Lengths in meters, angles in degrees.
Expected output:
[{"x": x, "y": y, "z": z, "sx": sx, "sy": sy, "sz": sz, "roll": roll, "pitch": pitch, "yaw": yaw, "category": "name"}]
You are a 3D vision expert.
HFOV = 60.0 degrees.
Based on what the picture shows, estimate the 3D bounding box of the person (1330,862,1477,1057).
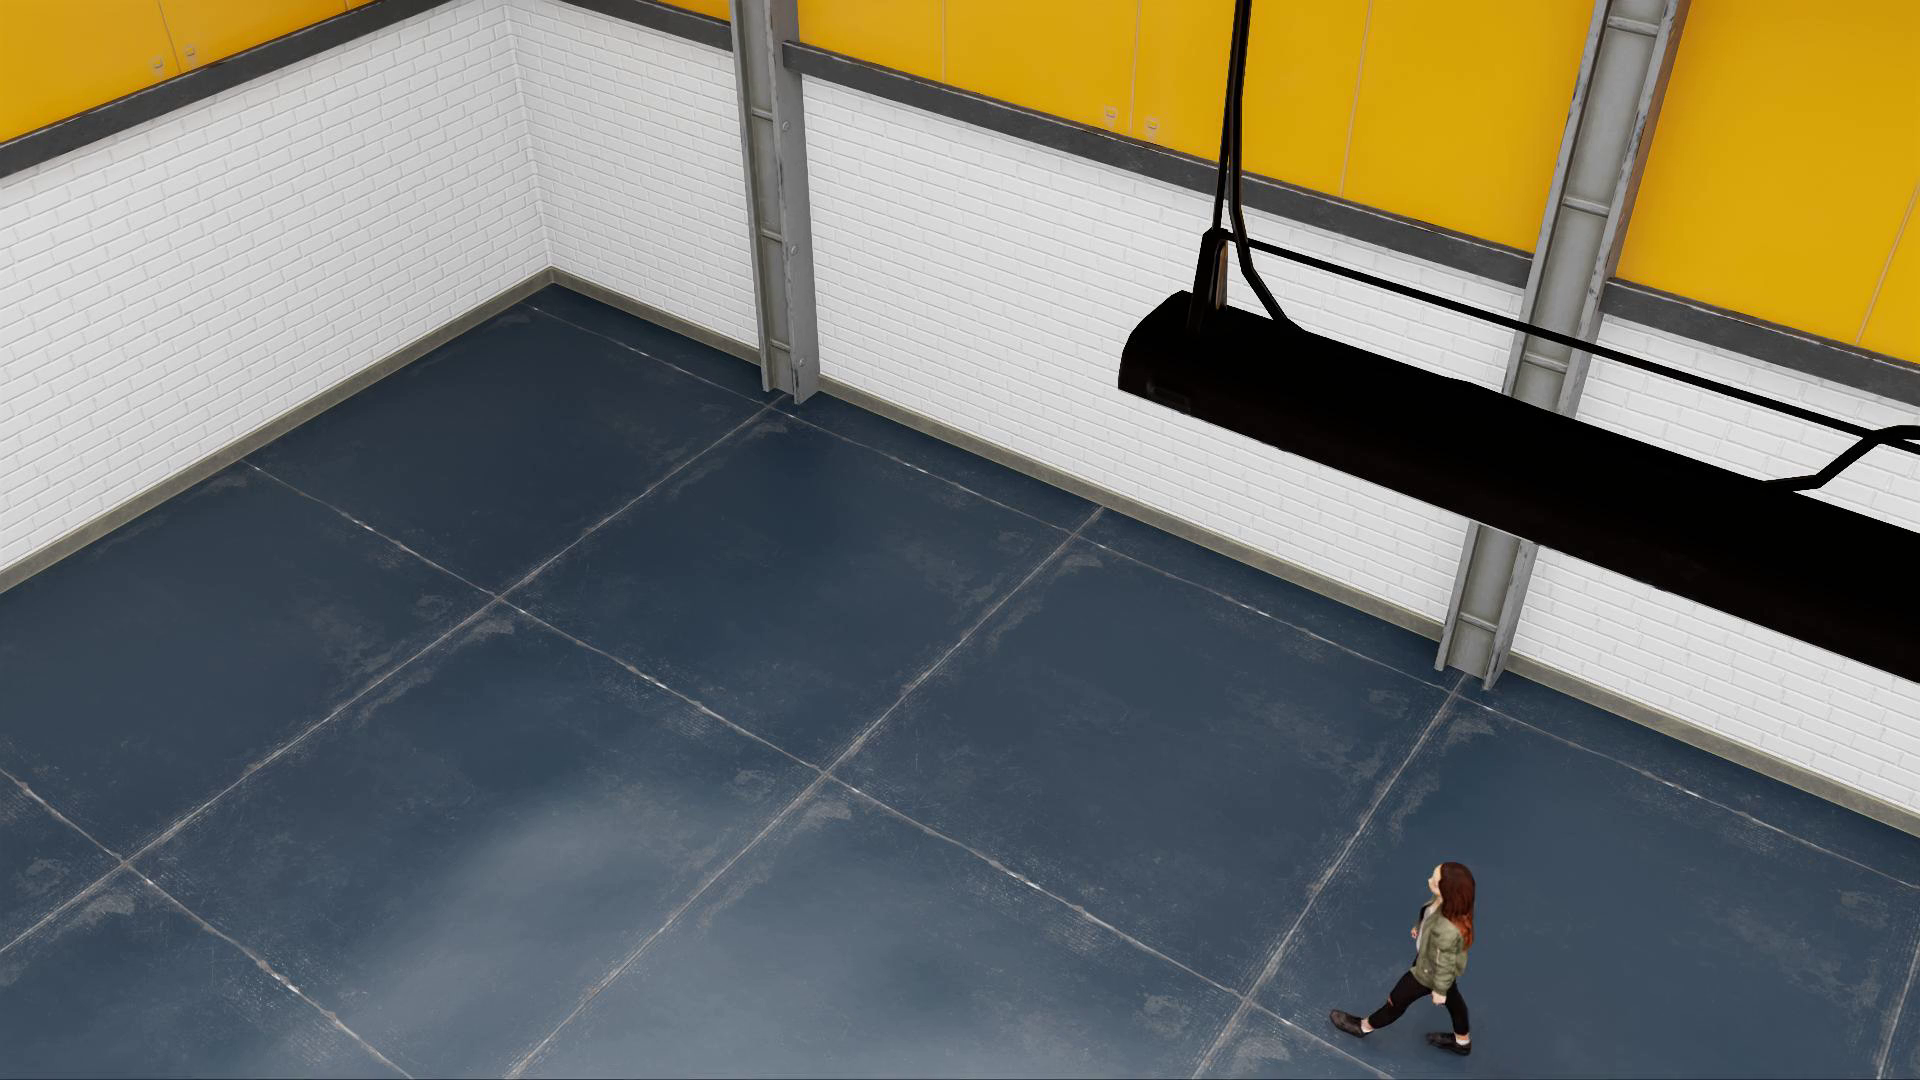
[{"x": 2.519, "y": 2.202, "z": 8.568, "sx": 1.049, "sy": 1.434, "sz": 0.784, "roll": 12, "pitch": 40, "yaw": 15, "category": "person"}]
